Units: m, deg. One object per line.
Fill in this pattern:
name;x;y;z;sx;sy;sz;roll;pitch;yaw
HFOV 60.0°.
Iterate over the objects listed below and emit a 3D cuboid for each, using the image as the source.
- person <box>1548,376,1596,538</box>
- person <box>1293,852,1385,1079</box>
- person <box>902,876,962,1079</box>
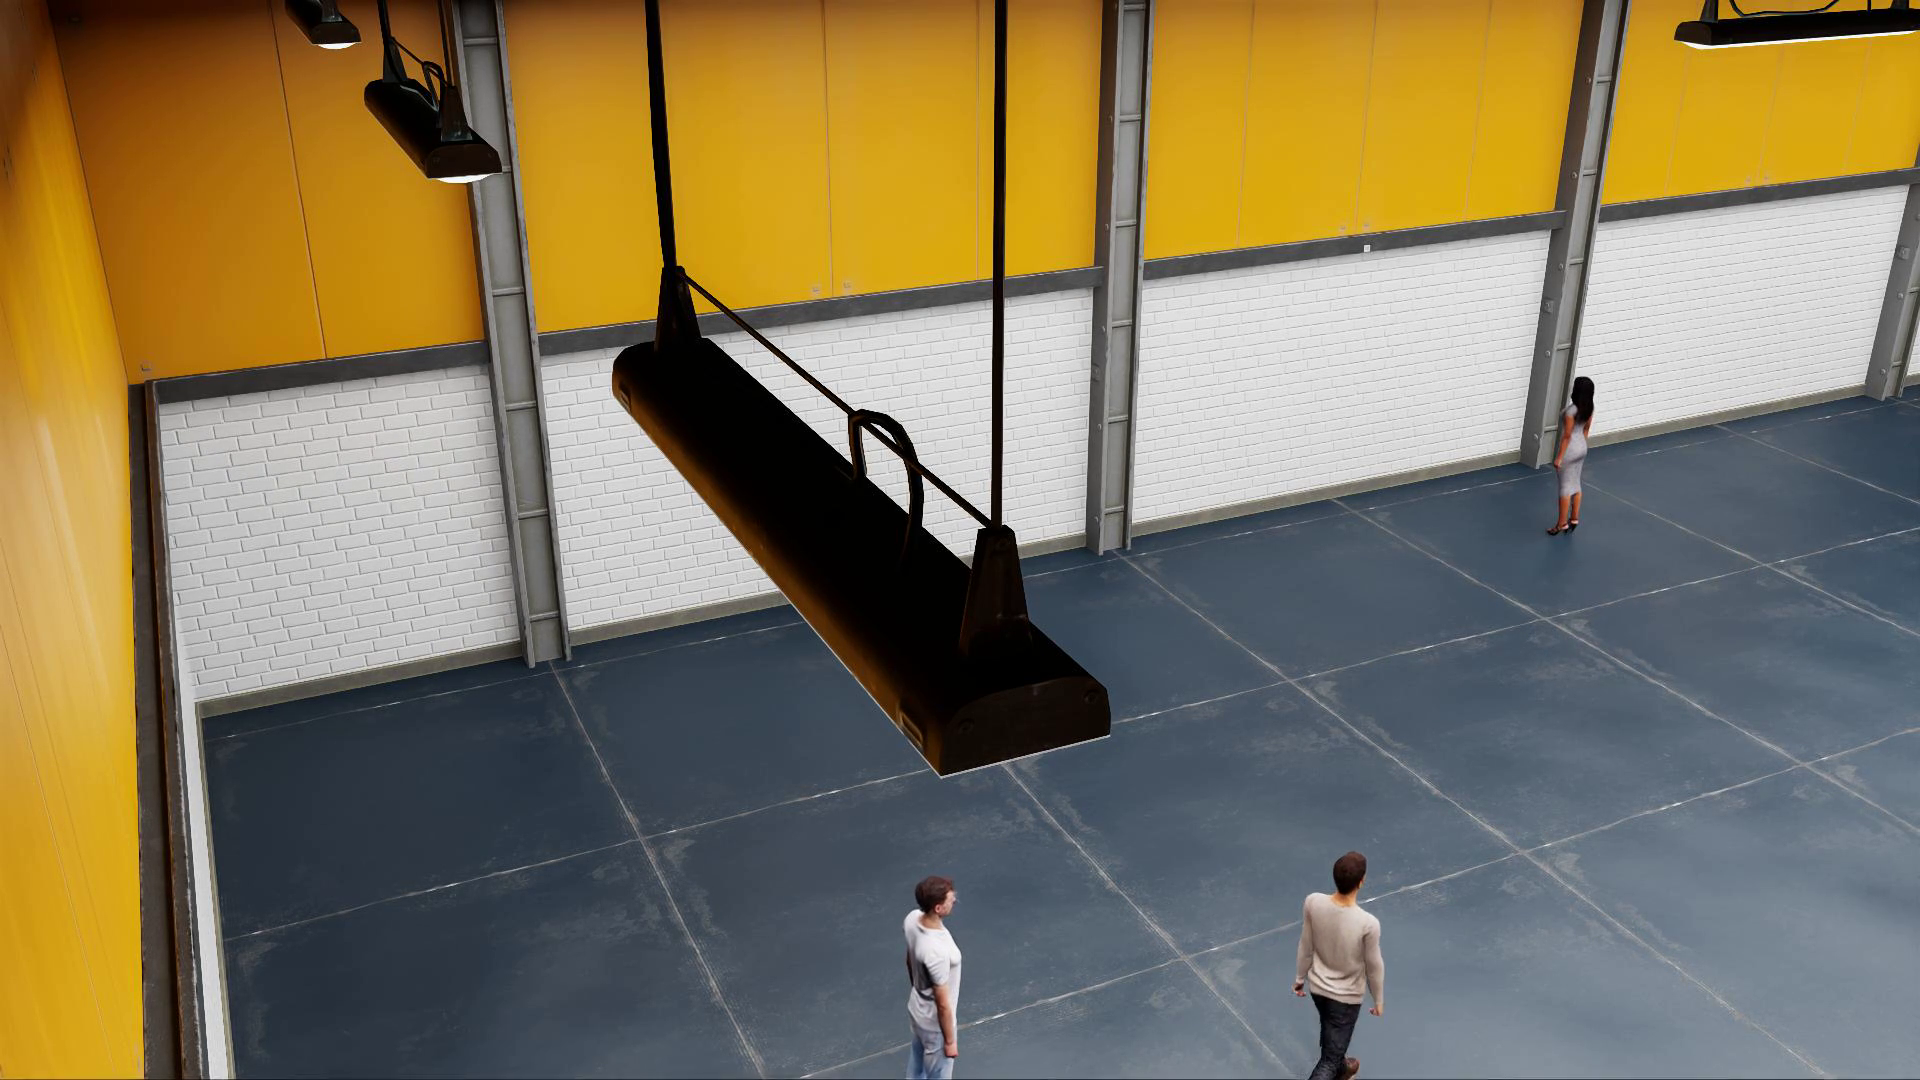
person;6.567;-0.900;17.829;0.518;1.781;0.682;-15;28;-31
person;2.131;2.663;9.617;1.010;1.830;1.300;19;30;37
person;-0.162;2.713;9.472;0.536;1.855;0.646;-9;25;-21
